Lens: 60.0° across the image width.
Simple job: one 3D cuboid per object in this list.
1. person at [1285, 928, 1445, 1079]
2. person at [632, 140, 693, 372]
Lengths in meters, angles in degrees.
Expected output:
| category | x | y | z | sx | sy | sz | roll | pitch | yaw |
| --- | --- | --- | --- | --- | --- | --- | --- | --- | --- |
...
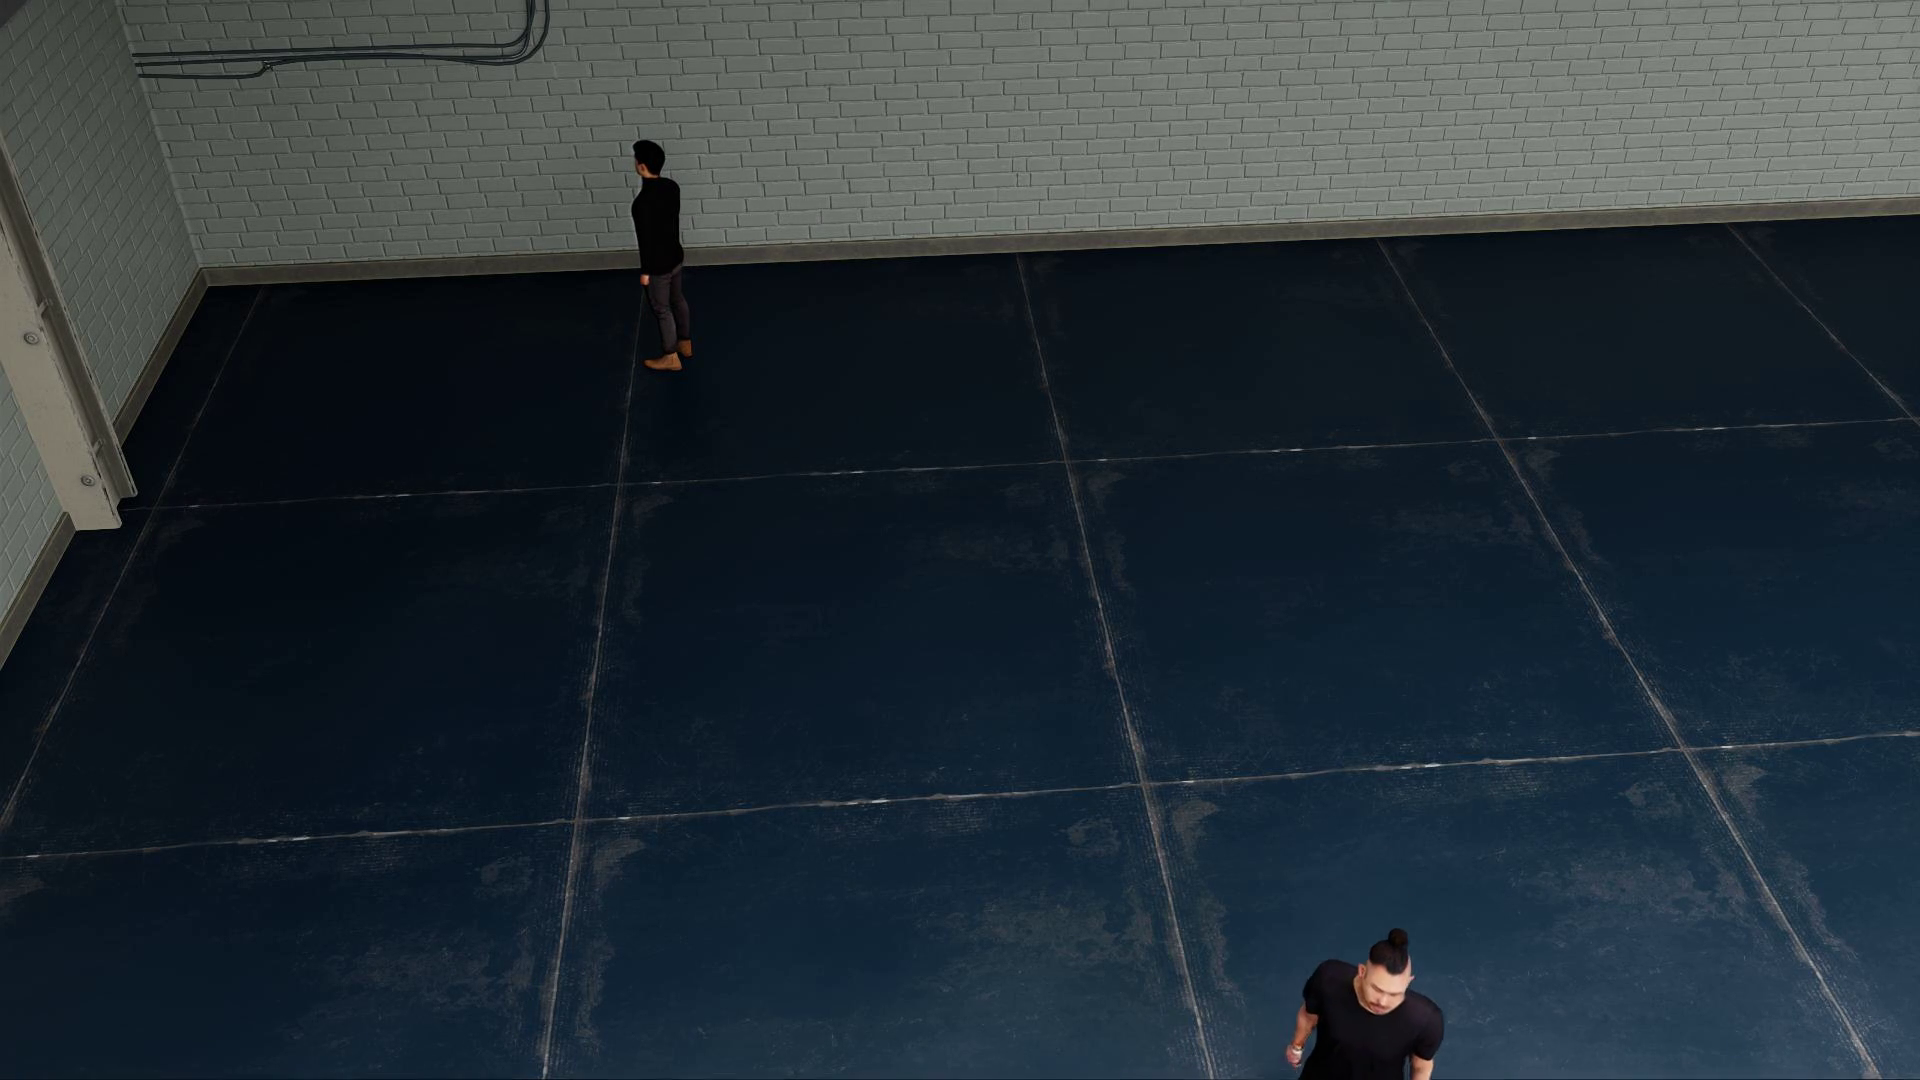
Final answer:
| category | x | y | z | sx | sy | sz | roll | pitch | yaw |
| --- | --- | --- | --- | --- | --- | --- | --- | --- | --- |
| person | 1.545 | 2.025 | 6.501 | 0.835 | 1.839 | 0.857 | 15 | 40 | 18 |
| person | -2.113 | -2.009 | 11.751 | 0.780 | 1.723 | 0.637 | 13 | 40 | 16 |
